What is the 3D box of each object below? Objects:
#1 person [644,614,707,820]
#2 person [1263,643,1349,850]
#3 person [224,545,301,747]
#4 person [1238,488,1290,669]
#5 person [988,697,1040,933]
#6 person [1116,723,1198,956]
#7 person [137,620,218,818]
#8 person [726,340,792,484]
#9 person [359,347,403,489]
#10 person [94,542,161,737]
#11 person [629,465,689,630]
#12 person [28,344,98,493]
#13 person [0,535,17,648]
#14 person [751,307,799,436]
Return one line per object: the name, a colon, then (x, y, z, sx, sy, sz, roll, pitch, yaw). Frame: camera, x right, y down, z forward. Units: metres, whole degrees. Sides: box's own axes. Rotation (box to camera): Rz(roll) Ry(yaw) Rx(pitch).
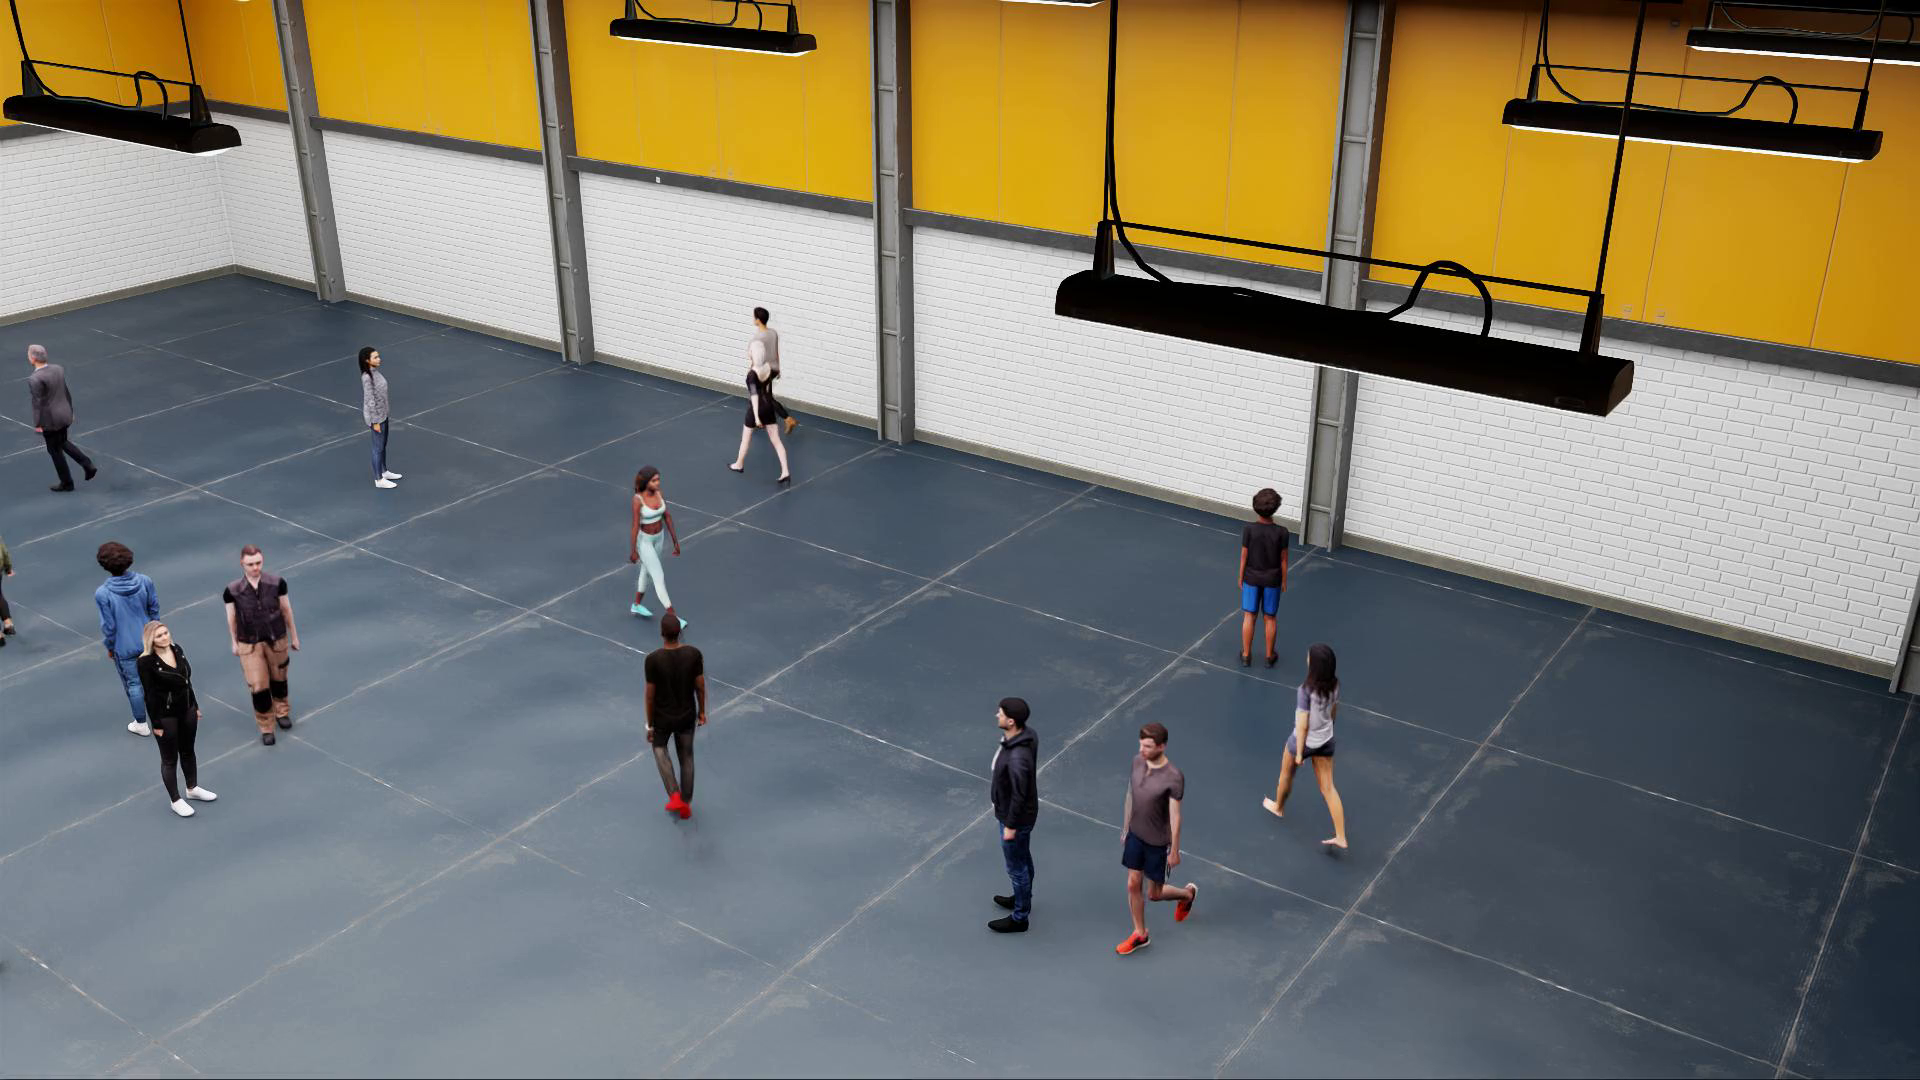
person: (-2.265, 1.456, 13.328, 0.795, 1.799, 0.821, -10, 25, -21)
person: (2.828, 1.642, 13.041, 0.942, 1.688, 1.239, -13, 27, -28)
person: (-6.165, 0.855, 14.681, 0.869, 1.816, 0.956, -13, 27, -27)
person: (2.879, 0.365, 15.832, 0.616, 1.793, 0.749, 5, 24, 10)
person: (0.420, 1.969, 12.034, 0.732, 1.894, 0.755, 4, 24, 8)
person: (1.430, 2.093, 11.828, 0.867, 1.834, 0.962, -18, 30, -36)
person: (-6.416, 1.424, 13.543, 0.602, 1.686, 0.650, 10, 25, 21)
person: (-2.320, -1.505, 20.126, 1.146, 1.779, 0.575, 16, 28, 31)
person: (-7.078, -1.509, 20.193, 0.728, 1.732, 0.689, -2, 24, -5)
person: (-7.291, 0.863, 14.674, 0.606, 1.807, 0.711, 21, 31, 39)
person: (-3.162, 0.050, 16.690, 1.080, 1.681, 0.611, 18, 29, 35)
person: (-10.791, -1.453, 19.951, 0.962, 1.823, 0.913, 2, 24, 5)
person: (-9.496, 0.357, 16.260, 0.522, 1.464, 0.606, 15, 28, 30)
person: (-2.464, -2.190, 21.805, 1.098, 1.689, 0.676, 12, 26, 26)
